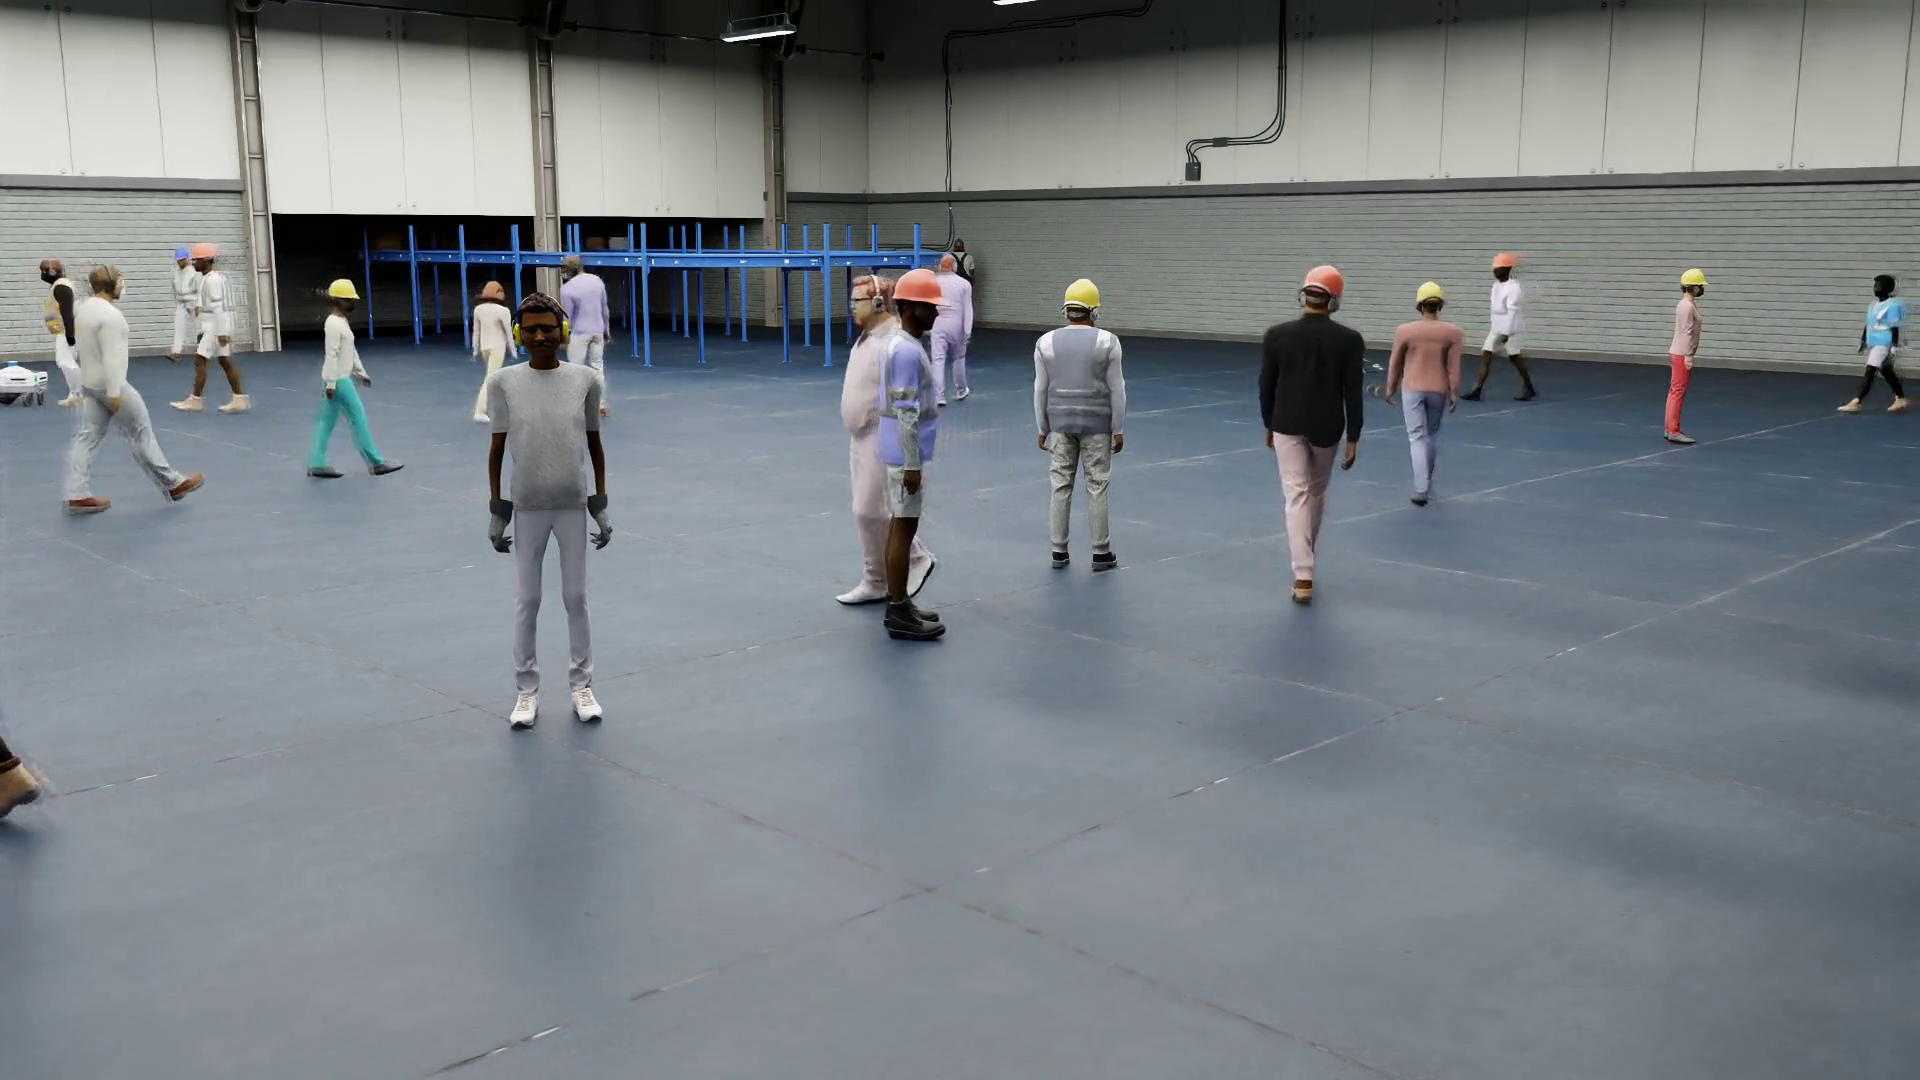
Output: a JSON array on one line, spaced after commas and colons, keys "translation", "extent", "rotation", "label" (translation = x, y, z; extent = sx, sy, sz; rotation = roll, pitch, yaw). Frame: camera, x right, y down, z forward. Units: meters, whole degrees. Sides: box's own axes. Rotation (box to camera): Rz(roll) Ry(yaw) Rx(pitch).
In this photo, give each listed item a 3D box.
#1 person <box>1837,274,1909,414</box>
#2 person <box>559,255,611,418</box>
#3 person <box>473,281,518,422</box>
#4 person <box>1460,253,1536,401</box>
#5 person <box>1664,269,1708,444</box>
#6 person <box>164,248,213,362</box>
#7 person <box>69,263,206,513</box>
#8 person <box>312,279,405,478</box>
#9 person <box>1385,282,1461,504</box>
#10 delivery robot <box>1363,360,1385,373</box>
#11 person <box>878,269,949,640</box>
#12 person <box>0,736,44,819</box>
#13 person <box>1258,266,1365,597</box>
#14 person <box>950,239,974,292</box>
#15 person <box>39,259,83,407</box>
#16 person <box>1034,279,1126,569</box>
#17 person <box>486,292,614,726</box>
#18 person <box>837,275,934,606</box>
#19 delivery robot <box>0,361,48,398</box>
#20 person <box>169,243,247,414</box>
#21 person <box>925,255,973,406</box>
[{"translation": [11.000, -2.338, 19.846], "extent": [0.888, 1.654, 0.536], "rotation": [0, 10, 2], "label": "person"}, {"translation": [-4.333, -2.349, 19.277], "extent": [0.359, 1.895, 0.698], "rotation": [9, 13, 39], "label": "person"}, {"translation": [-5.308, -2.158, 19.017], "extent": [0.521, 1.586, 0.877], "rotation": [5, 12, 28], "label": "person"}, {"translation": [6.978, -2.721, 21.310], "extent": [1.027, 1.887, 0.558], "rotation": [-3, 11, -15], "label": "person"}, {"translation": [7.451, -1.888, 17.070], "extent": [0.314, 1.769, 0.524], "rotation": [3, 11, 17], "label": "person"}, {"translation": [-12.899, -3.908, 27.745], "extent": [0.653, 1.889, 0.991], "rotation": [2, 11, 10], "label": "person"}, {"translation": [-6.483, -1.186, 12.898], "extent": [0.648, 1.882, 1.036], "rotation": [9, 14, 41], "label": "person"}, {"translation": [-5.324, -1.409, 14.577], "extent": [0.852, 1.726, 0.527], "rotation": [-3, 11, -18], "label": "person"}, {"translation": [3.695, -1.187, 13.341], "extent": [0.528, 1.730, 0.849], "rotation": [0, 10, 1], "label": "person"}, {"translation": [5.236, -2.317, 21.870], "extent": [0.698, 0.223, 0.335], "rotation": [-2, 11, -11], "label": "delivery robot"}, {"translation": [-0.248, -0.461, 8.831], "extent": [0.376, 1.934, 0.547], "rotation": [-1, 10, -4], "label": "person"}, {"translation": [-3.760, 0.238, 5.949], "extent": [0.871, 1.616, 0.538], "rotation": [-1, 10, -7], "label": "person"}, {"translation": [2.082, -0.658, 9.936], "extent": [0.598, 1.926, 1.049], "rotation": [1, 10, 6], "label": "person"}, {"translation": [-0.023, -5.812, 37.836], "extent": [0.688, 2.000, 0.536], "rotation": [-1, 10, -7], "label": "person"}, {"translation": [-11.032, -2.562, 20.608], "extent": [0.532, 1.820, 0.647], "rotation": [-6, 12, -31], "label": "person"}, {"translation": [0.770, -0.736, 10.606], "extent": [0.589, 1.834, 0.403], "rotation": [3, 11, 18], "label": "person"}, {"translation": [-1.777, -0.132, 7.215], "extent": [0.532, 1.870, 0.316], "rotation": [-3, 11, -17], "label": "person"}, {"translation": [-0.471, -0.555, 9.467], "extent": [0.453, 1.890, 0.661], "rotation": [-4, 11, -22], "label": "person"}, {"translation": [-11.836, -1.995, 20.821], "extent": [0.707, 0.478, 0.477], "rotation": [-1, 10, -4], "label": "delivery robot"}, {"translation": [-8.996, -2.494, 19.704], "extent": [0.949, 2.003, 0.646], "rotation": [-5, 11, -24], "label": "person"}, {"translation": [-0.127, -2.630, 20.881], "extent": [0.659, 1.851, 1.008], "rotation": [2, 11, 11], "label": "person"}]
